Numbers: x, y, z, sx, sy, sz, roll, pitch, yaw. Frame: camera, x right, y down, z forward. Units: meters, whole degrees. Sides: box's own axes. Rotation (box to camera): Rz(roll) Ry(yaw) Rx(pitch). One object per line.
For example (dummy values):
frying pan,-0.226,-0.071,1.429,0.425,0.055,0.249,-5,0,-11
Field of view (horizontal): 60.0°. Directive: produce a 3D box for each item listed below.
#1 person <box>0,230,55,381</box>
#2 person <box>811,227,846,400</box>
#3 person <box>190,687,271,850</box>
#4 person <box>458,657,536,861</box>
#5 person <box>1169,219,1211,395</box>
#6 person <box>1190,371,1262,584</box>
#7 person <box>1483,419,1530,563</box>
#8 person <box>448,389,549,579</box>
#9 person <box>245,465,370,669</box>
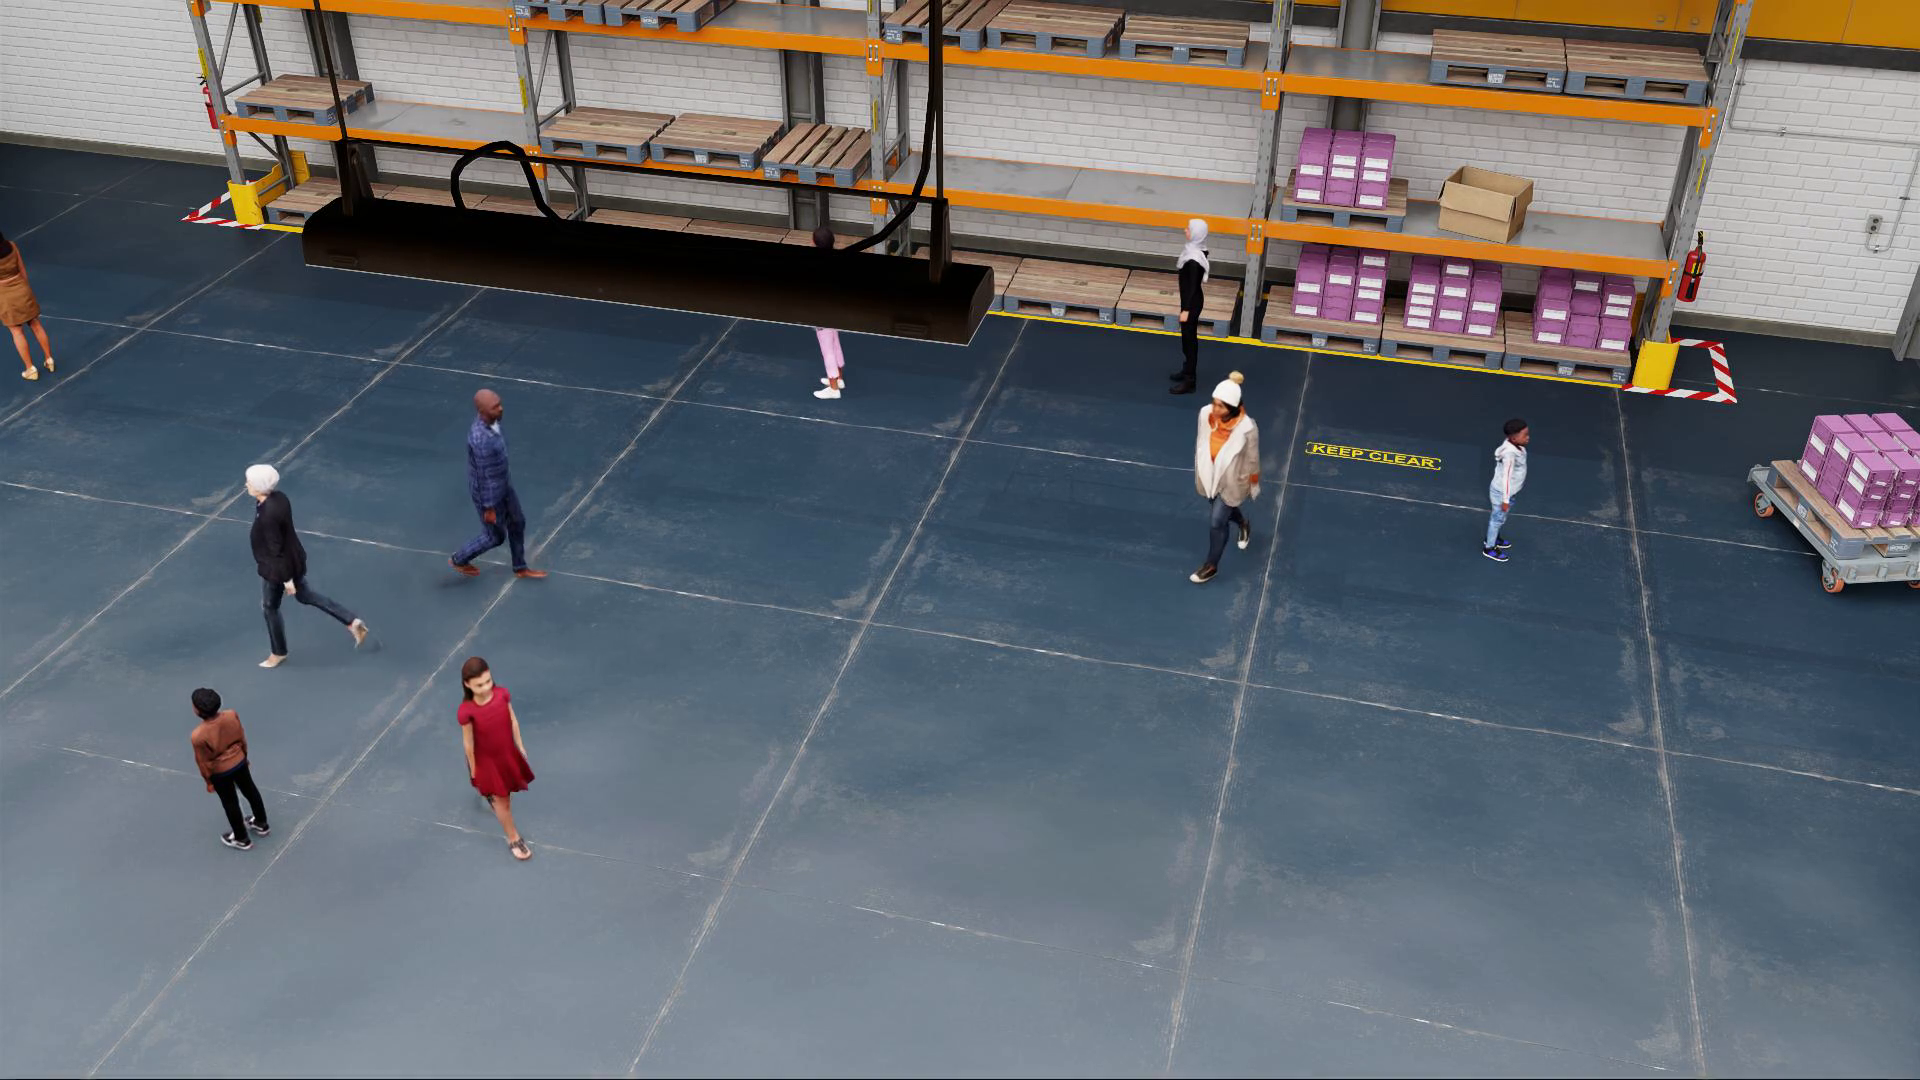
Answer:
person,-9.271,-2.375,16.288,0.597,1.690,0.620,19,38,26
person,-1.281,-2.184,15.954,0.527,1.741,0.598,6,34,8
person,-4.795,1.478,10.886,0.533,1.252,0.556,17,37,23
person,-3.053,1.356,10.811,0.928,1.538,0.776,29,43,36
person,2.231,-2.258,16.031,0.552,1.780,0.618,5,34,8
person,2.214,-0.577,13.443,1.210,1.843,1.104,26,42,34
person,4.515,-0.446,13.772,0.515,1.261,0.497,12,36,18
person,-3.795,-0.397,13.223,1.066,1.787,0.830,-1,34,-2
person,-4.989,0.218,12.424,1.149,1.759,0.921,-2,34,-3
